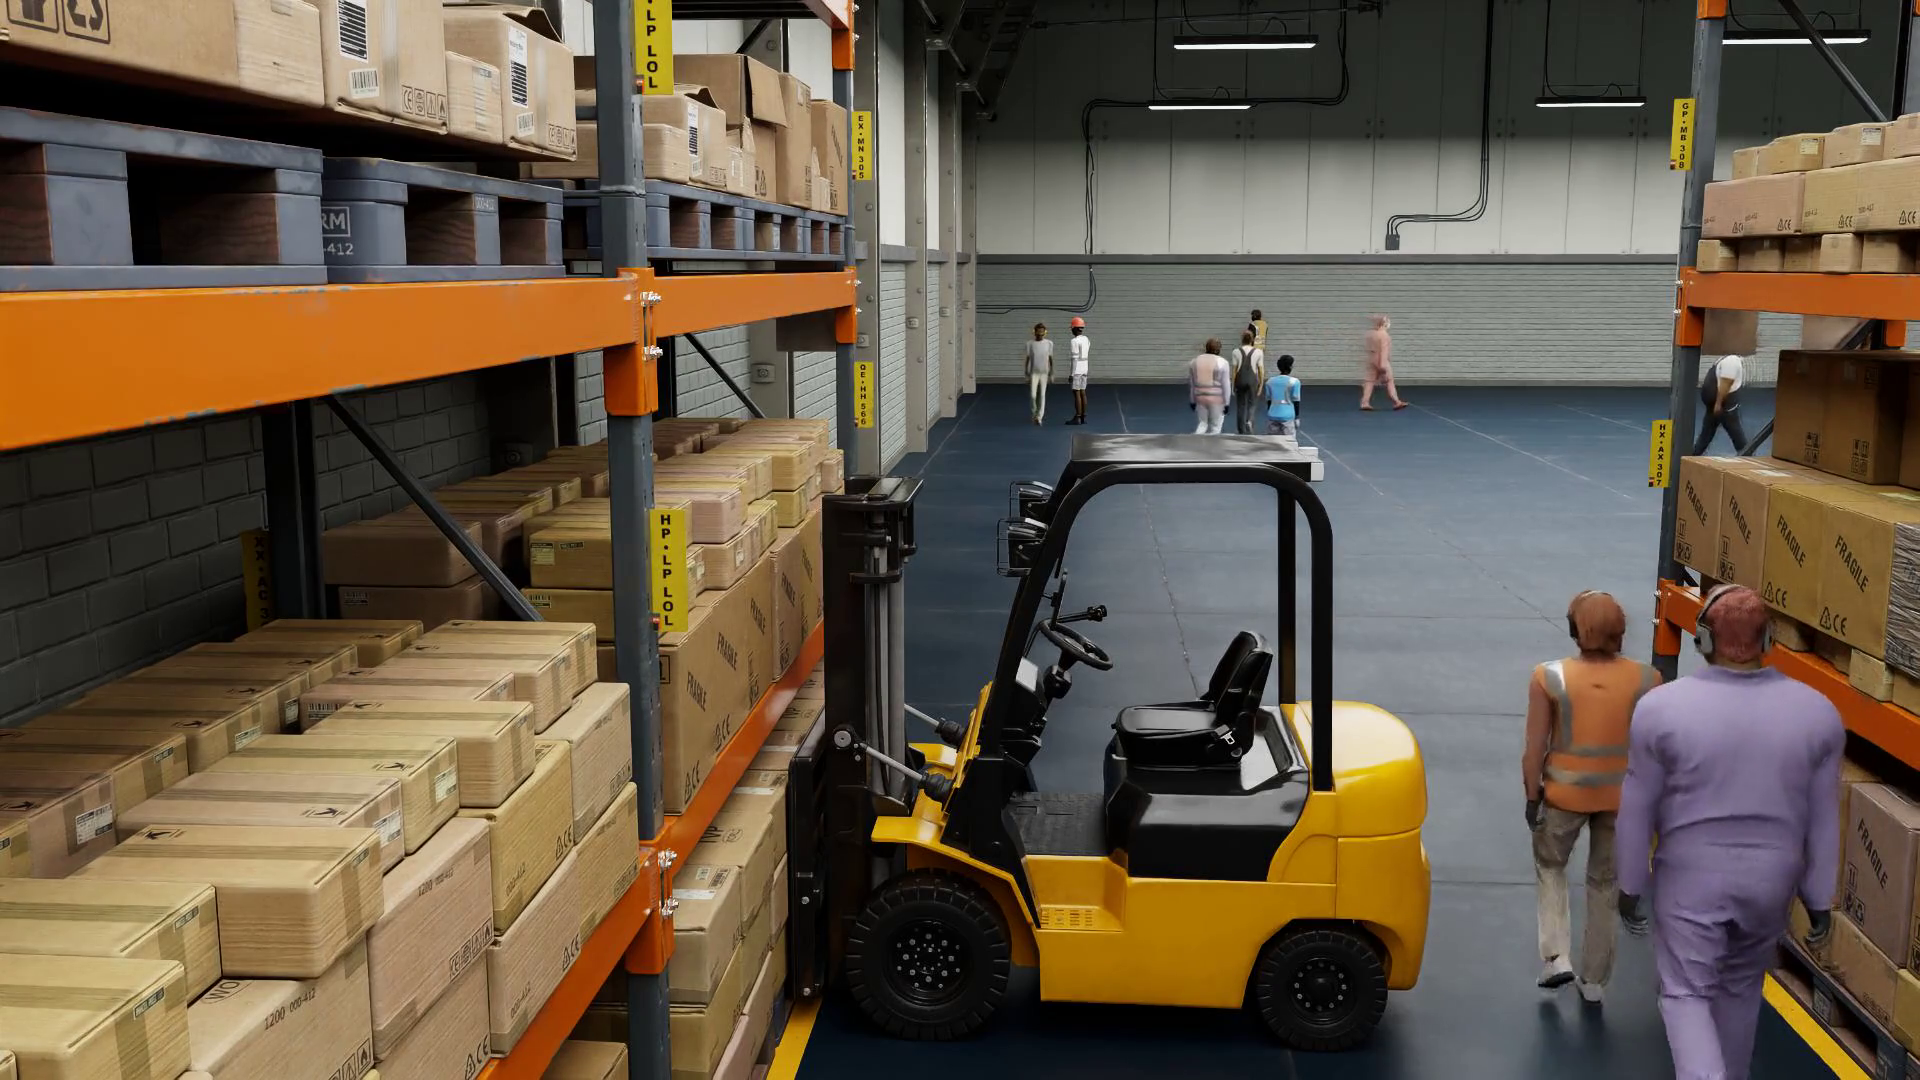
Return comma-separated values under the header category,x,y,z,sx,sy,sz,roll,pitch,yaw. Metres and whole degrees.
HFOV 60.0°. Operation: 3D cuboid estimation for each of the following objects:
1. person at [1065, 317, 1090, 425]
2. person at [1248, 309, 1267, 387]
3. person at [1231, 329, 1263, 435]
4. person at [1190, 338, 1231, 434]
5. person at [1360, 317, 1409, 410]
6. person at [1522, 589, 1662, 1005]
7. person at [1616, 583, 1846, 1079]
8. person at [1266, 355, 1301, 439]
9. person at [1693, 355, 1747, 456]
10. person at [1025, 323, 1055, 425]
category,x,y,z,sx,sy,sz,roll,pitch,yaw
person,2.111,-3.037,29.960,0.362,1.938,0.545,5,11,30
person,6.938,-4.486,39.029,0.429,1.841,0.633,9,13,42
person,4.700,-2.542,27.313,0.519,1.831,0.602,2,10,13
person,3.627,-2.020,24.126,0.643,1.823,0.491,7,12,36
person,8.383,-3.476,32.854,0.980,1.850,0.669,-2,10,-11
person,2.435,1.001,6.451,0.514,1.628,0.365,2,10,10
person,2.419,1.080,5.243,0.651,1.880,0.866,1,9,7
person,4.283,-1.612,22.081,0.318,1.690,0.537,-8,12,-41
person,10.675,-1.997,23.343,1.007,2.000,0.692,3,10,19
person,1.437,-2.974,29.867,0.509,1.847,0.380,0,9,-1
